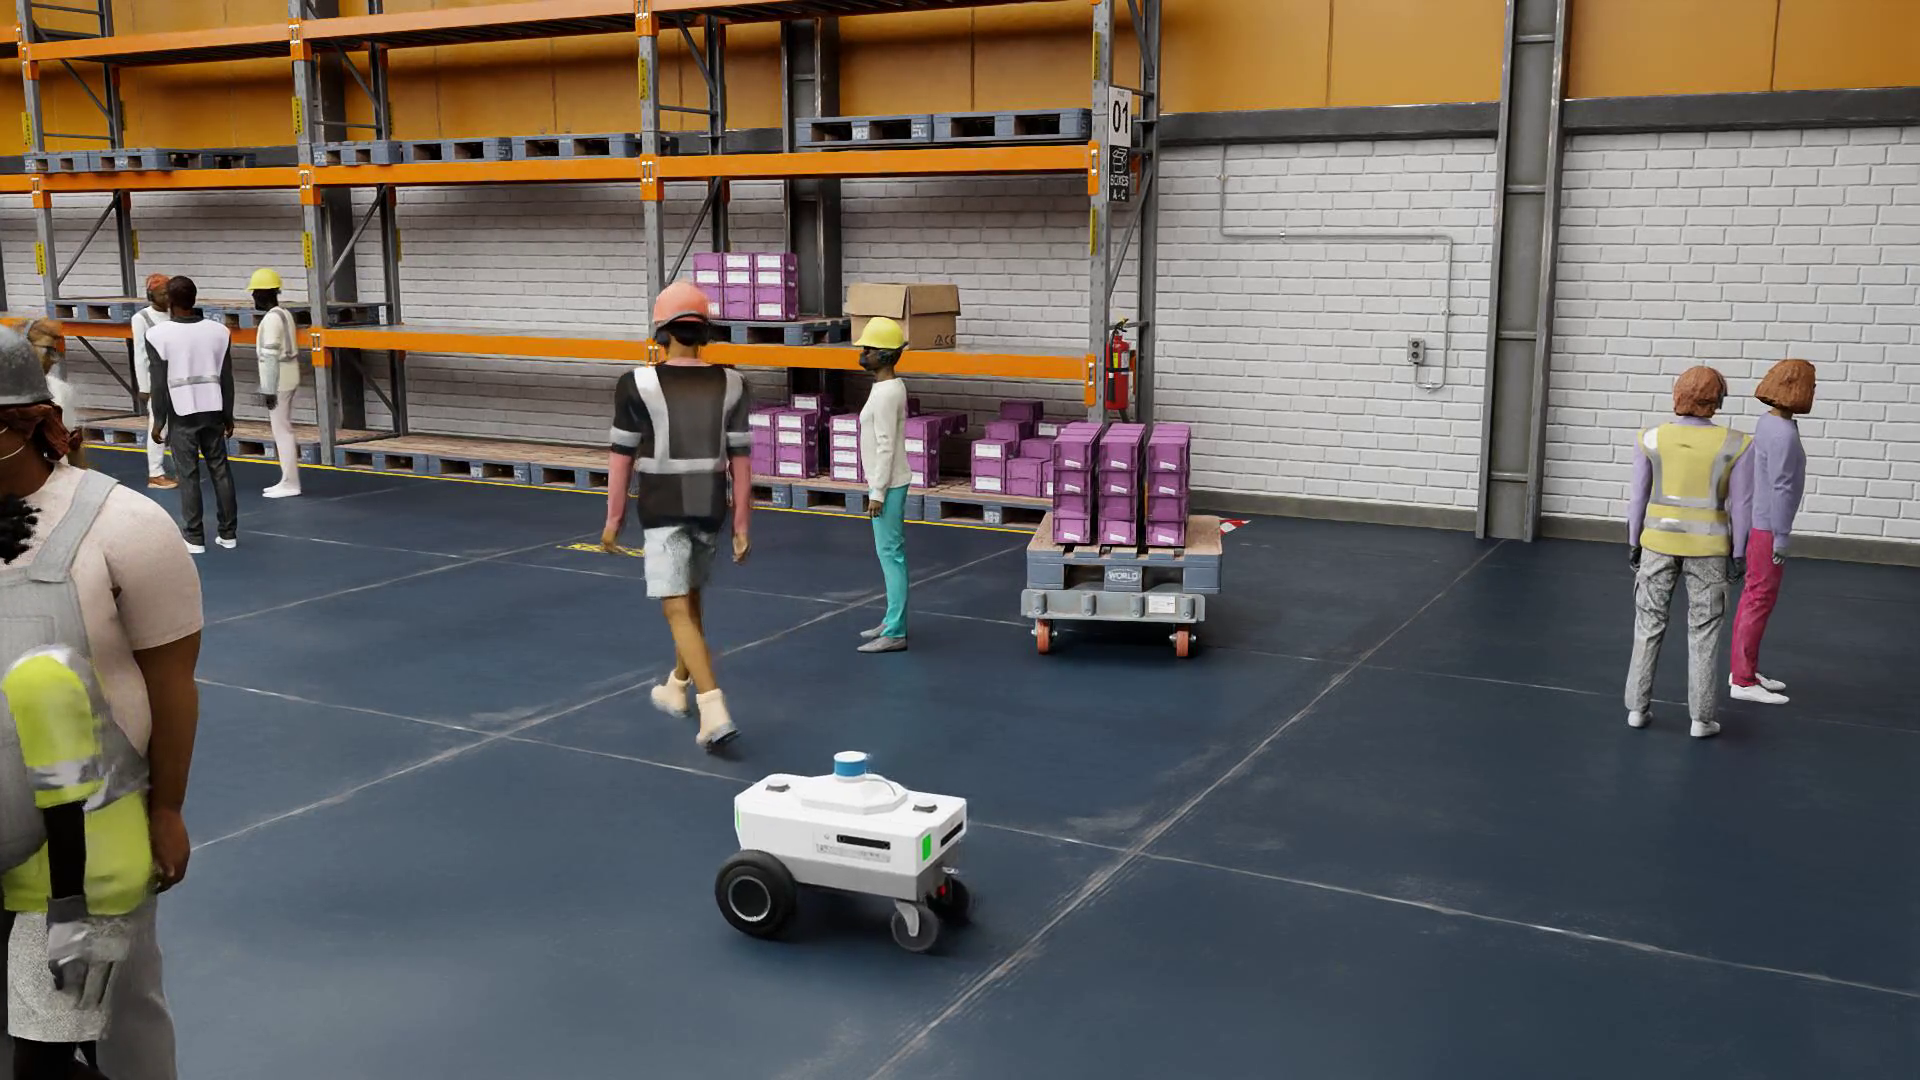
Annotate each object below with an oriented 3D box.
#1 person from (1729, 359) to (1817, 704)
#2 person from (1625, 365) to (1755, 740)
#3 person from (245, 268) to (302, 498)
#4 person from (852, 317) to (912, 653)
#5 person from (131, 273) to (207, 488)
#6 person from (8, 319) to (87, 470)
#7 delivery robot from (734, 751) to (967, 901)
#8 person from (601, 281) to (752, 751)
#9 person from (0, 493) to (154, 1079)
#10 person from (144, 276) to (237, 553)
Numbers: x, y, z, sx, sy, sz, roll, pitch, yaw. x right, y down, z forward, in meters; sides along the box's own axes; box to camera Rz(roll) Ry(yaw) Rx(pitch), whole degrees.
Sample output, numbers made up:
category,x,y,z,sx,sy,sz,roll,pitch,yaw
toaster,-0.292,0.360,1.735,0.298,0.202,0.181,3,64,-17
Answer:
category,x,y,z,sx,sy,sz,roll,pitch,yaw
person,3.842,-0.045,7.862,0.280,1.624,0.493,3,11,17
person,3.180,0.056,7.297,0.517,1.632,0.314,7,13,36
person,-5.770,-1.318,14.026,0.381,1.922,0.592,-3,11,-17
person,-0.407,-0.289,8.802,0.306,1.772,0.525,0,10,1
person,-6.930,-1.381,14.506,0.370,1.870,0.589,3,11,18
person,-4.534,-0.184,8.194,0.714,1.786,0.579,7,13,35
delivery robot,-0.345,0.915,5.275,0.707,0.478,0.477,4,11,22
person,-1.185,-0.116,7.242,0.621,2.006,1.015,-7,12,-34
person,-1.841,0.722,3.490,0.384,1.683,0.557,-5,12,-27
person,-5.316,-0.864,11.545,0.395,1.919,0.590,8,13,38
